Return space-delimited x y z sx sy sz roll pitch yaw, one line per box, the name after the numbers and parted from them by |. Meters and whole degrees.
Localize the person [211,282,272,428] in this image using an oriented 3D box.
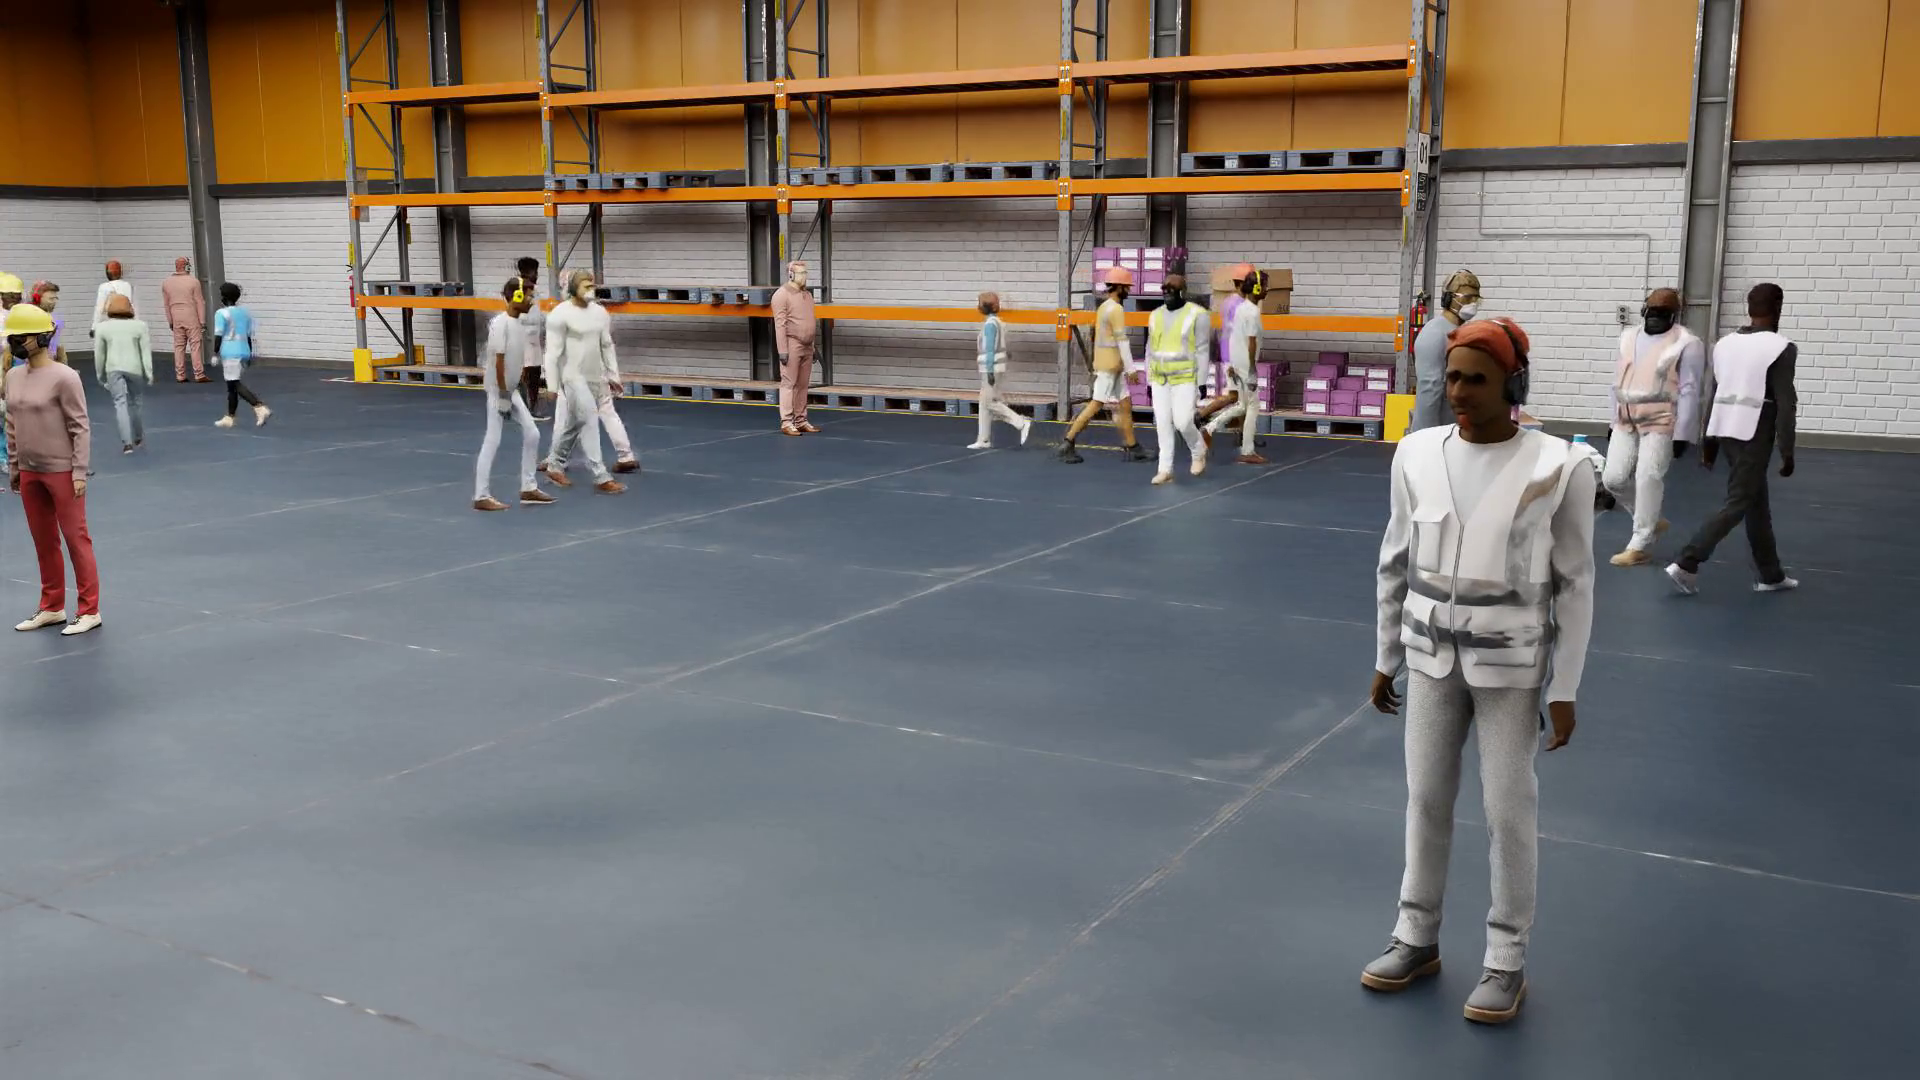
-8.183 -2.094 18.894 0.780 1.669 0.528 2 10 12 | person

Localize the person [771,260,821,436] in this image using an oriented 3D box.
-1.781 -2.109 18.306 0.409 1.912 0.642 5 11 28 | person

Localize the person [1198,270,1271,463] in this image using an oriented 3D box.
2.632 -1.631 15.819 0.628 1.843 0.523 -1 10 -6 | person

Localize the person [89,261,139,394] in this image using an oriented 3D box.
-11.940 -2.976 23.377 0.789 1.858 0.587 3 11 18 | person

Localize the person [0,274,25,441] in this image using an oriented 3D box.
-9.101 -1.656 16.033 0.601 1.812 0.697 -8 13 -38 | person

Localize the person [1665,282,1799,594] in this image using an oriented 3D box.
4.628 -0.591 9.874 0.946 1.863 0.617 -3 10 -14 | person

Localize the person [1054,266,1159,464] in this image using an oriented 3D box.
1.381 -1.661 15.855 1.010 1.893 0.551 0 10 -2 | person

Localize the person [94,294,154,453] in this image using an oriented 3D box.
-8.456 -1.688 16.828 0.515 1.582 0.847 -5 11 -27 | person

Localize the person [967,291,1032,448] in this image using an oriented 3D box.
0.396 -1.711 16.899 0.605 1.623 0.521 1 10 4 | person

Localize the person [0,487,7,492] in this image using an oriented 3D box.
-8.413 -1.283 13.826 0.664 1.840 0.538 -3 10 -17 | person

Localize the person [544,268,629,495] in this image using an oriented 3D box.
-3.224 -1.339 14.033 0.987 1.895 0.621 5 11 26 | person

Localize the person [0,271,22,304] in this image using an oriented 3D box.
-12.227 -2.562 21.273 0.525 1.772 0.309 -4 11 -21 | person

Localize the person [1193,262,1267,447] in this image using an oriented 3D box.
2.744 -1.884 17.052 0.790 1.912 0.544 1 10 7 | person

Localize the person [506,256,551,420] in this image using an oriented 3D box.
-5.182 -2.378 19.709 0.512 1.950 0.625 3 10 17 | person

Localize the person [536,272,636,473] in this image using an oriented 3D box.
-3.415 -1.509 15.133 1.048 1.849 0.663 4 11 22 | person

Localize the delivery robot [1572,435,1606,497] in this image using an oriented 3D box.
4.968 -0.604 13.352 0.477 0.478 0.707 2 10 11 | delivery robot

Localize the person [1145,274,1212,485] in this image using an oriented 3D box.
1.896 -1.395 14.491 0.646 1.830 0.533 8 13 40 | person

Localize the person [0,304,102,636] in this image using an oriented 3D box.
-4.868 -0.367 8.852 0.533 1.767 0.326 4 11 21 | person

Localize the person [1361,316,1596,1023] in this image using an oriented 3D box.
1.382 0.347 4.472 0.585 1.882 0.337 9 13 41 | person

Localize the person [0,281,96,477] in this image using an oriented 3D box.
-8.359 -1.441 14.969 1.034 1.766 0.579 2 10 9 | person

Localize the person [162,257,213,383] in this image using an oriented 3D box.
-11.723 -3.333 25.247 0.641 1.908 0.407 1 10 8 | person

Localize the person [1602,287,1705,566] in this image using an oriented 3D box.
4.455 -0.724 10.749 0.461 1.810 0.646 -5 11 -27 | person

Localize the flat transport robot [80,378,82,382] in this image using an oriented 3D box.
-13.215 -2.321 24.146 0.652 0.197 1.431 -4 11 -20 | flat transport robot

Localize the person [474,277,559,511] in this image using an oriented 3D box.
-3.518 -1.147 13.126 0.645 1.828 0.523 1 10 7 | person

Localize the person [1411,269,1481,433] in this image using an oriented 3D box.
2.795 -0.576 9.560 0.375 1.936 0.627 7 12 36 | person
